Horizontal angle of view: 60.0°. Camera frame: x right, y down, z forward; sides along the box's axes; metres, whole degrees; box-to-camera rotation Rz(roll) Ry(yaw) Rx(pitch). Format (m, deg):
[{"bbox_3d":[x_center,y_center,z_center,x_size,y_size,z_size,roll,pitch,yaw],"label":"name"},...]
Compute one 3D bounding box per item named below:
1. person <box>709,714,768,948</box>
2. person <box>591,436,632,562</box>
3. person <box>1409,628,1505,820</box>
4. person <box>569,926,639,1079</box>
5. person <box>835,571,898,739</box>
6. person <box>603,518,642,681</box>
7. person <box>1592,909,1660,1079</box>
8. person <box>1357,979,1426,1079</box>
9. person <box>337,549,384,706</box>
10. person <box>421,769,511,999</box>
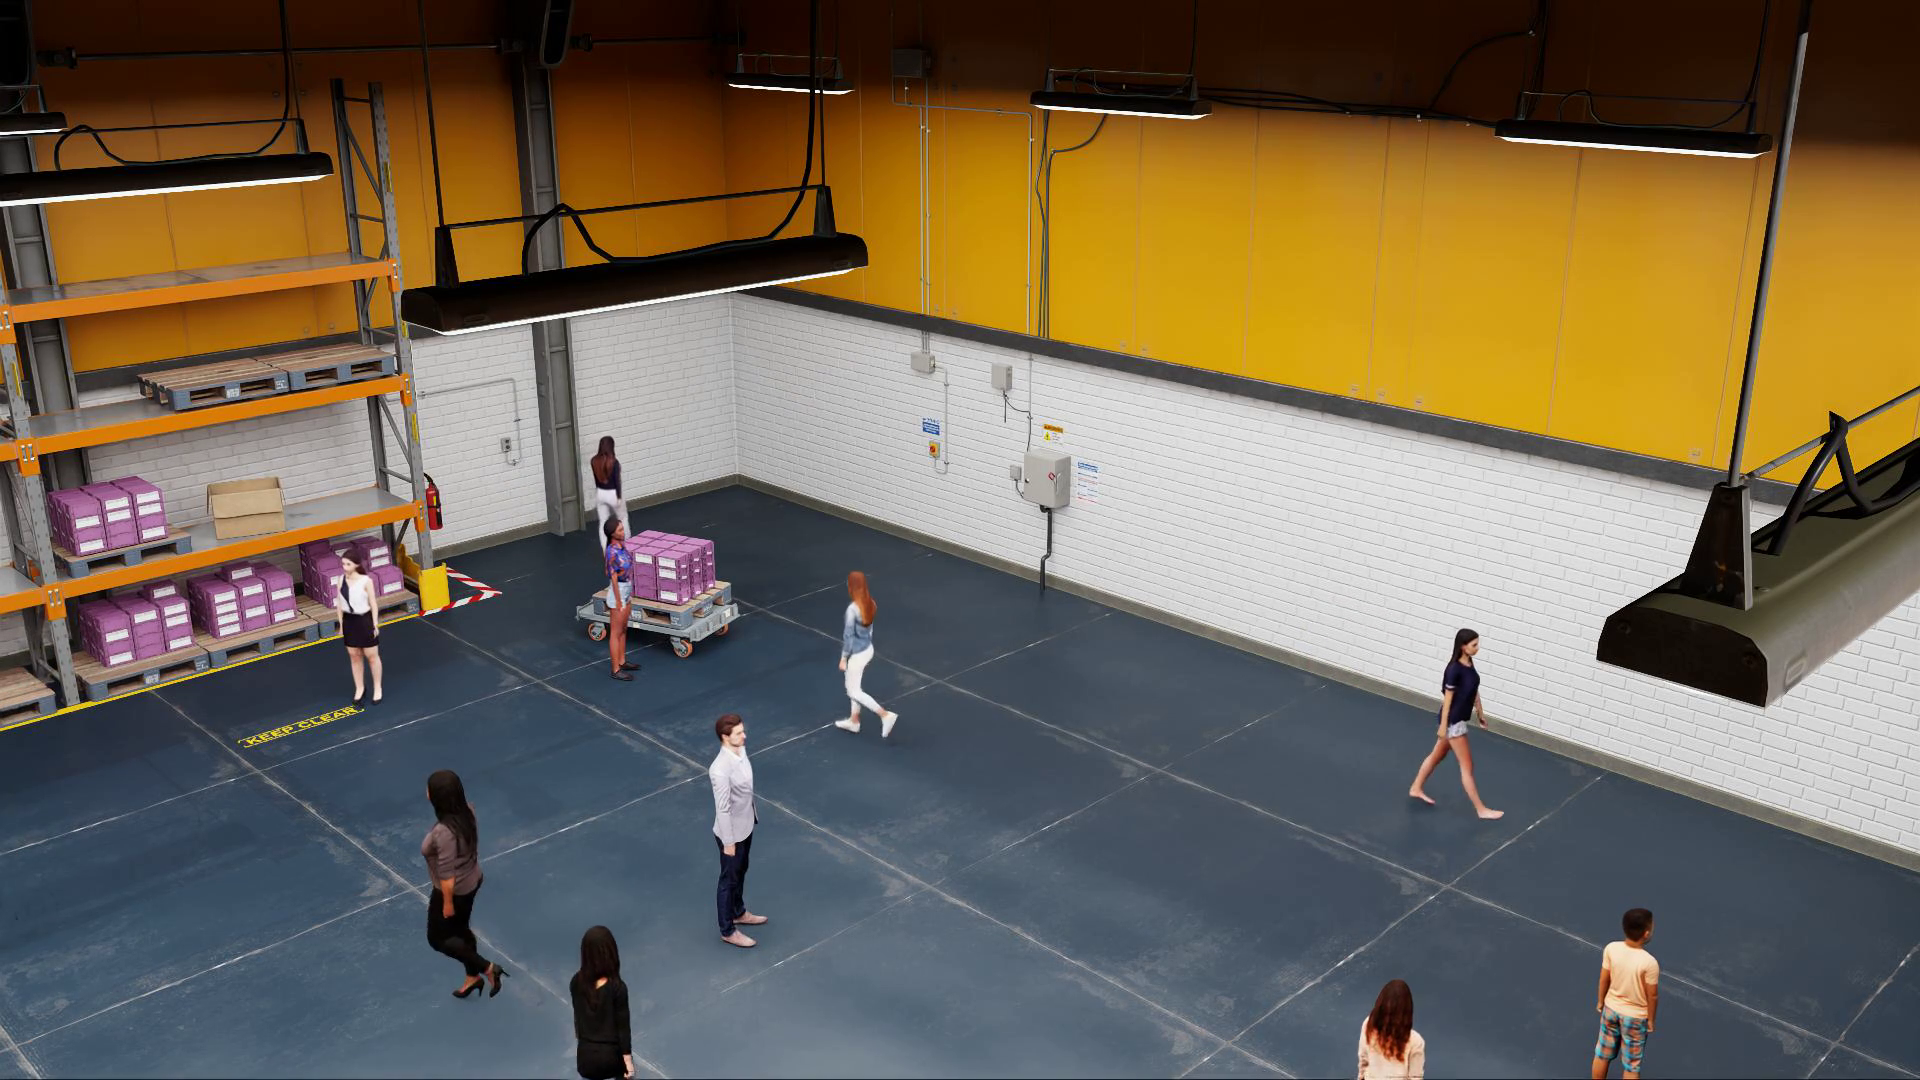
[{"bbox_3d":[-1.724,2.170,12.685,0.827,1.852,0.723,3,19,9],"label":"person"},{"bbox_3d":[-4.470,-0.503,21.047,0.840,1.581,0.993,6,19,17],"label":"person"},{"bbox_3d":[4.265,1.589,14.619,0.777,1.719,1.075,13,22,33],"label":"person"},{"bbox_3d":[-2.210,3.167,10.104,0.908,1.609,1.142,6,20,17],"label":"person"},{"bbox_3d":[-0.909,1.135,16.022,0.930,1.684,0.979,7,20,19],"label":"person"},{"bbox_3d":[-3.595,0.599,17.525,0.726,1.741,0.640,2,19,7],"label":"person"},{"bbox_3d":[4.289,3.041,10.712,0.526,1.461,0.485,17,25,40],"label":"person"},{"bbox_3d":[2.522,3.310,9.906,0.661,1.464,0.865,14,23,35],"label":"person"},{"bbox_3d":[-6.071,0.880,16.834,0.638,1.648,0.679,2,19,6],"label":"person"},{"bbox_3d":[-3.465,2.489,11.777,0.942,1.826,0.884,1,19,2],"label":"person"}]
